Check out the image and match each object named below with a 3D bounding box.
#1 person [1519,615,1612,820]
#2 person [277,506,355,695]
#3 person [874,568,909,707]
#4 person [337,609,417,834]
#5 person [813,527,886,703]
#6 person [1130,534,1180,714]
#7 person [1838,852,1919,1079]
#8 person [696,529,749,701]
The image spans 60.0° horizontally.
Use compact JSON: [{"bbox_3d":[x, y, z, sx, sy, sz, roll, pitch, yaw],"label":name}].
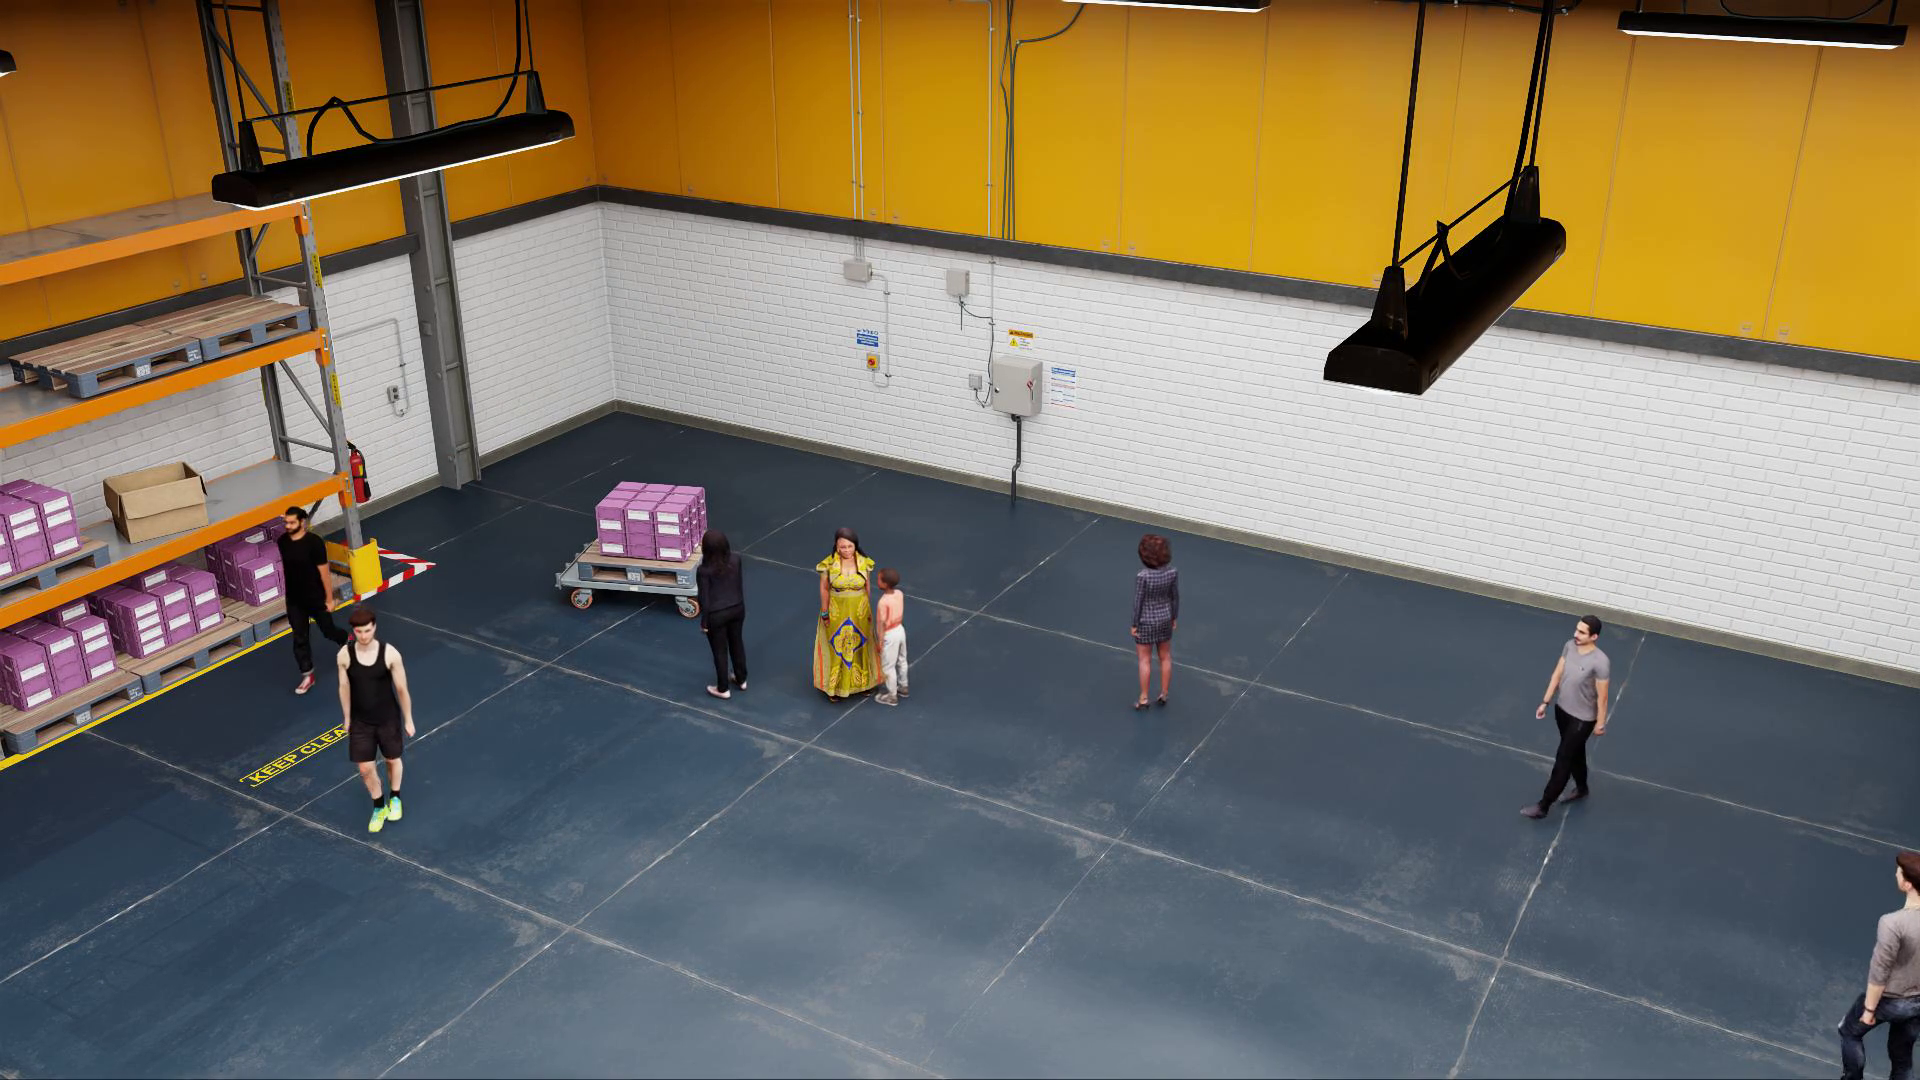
[{"bbox_3d":[4.982,1.373,13.248,1.099,1.724,1.007,-7,25,-16],"label":"person"},{"bbox_3d":[-5.931,0.487,15.263,0.886,1.733,1.165,4,24,9],"label":"person"},{"bbox_3d":[-0.607,0.858,14.946,0.539,1.308,0.411,15,28,31],"label":"person"},{"bbox_3d":[-4.592,1.352,13.107,0.878,1.876,0.930,-4,24,-9],"label":"person"},{"bbox_3d":[-1.021,0.649,14.985,0.981,1.661,1.061,-8,25,-18],"label":"person"},{"bbox_3d":[1.722,0.742,14.726,0.679,1.697,0.757,-9,25,-19],"label":"person"},{"bbox_3d":[5.620,2.772,9.852,0.869,1.881,0.912,-3,24,-6],"label":"person"},{"bbox_3d":[-2.139,0.657,15.023,0.767,1.614,0.631,20,31,38],"label":"person"}]
